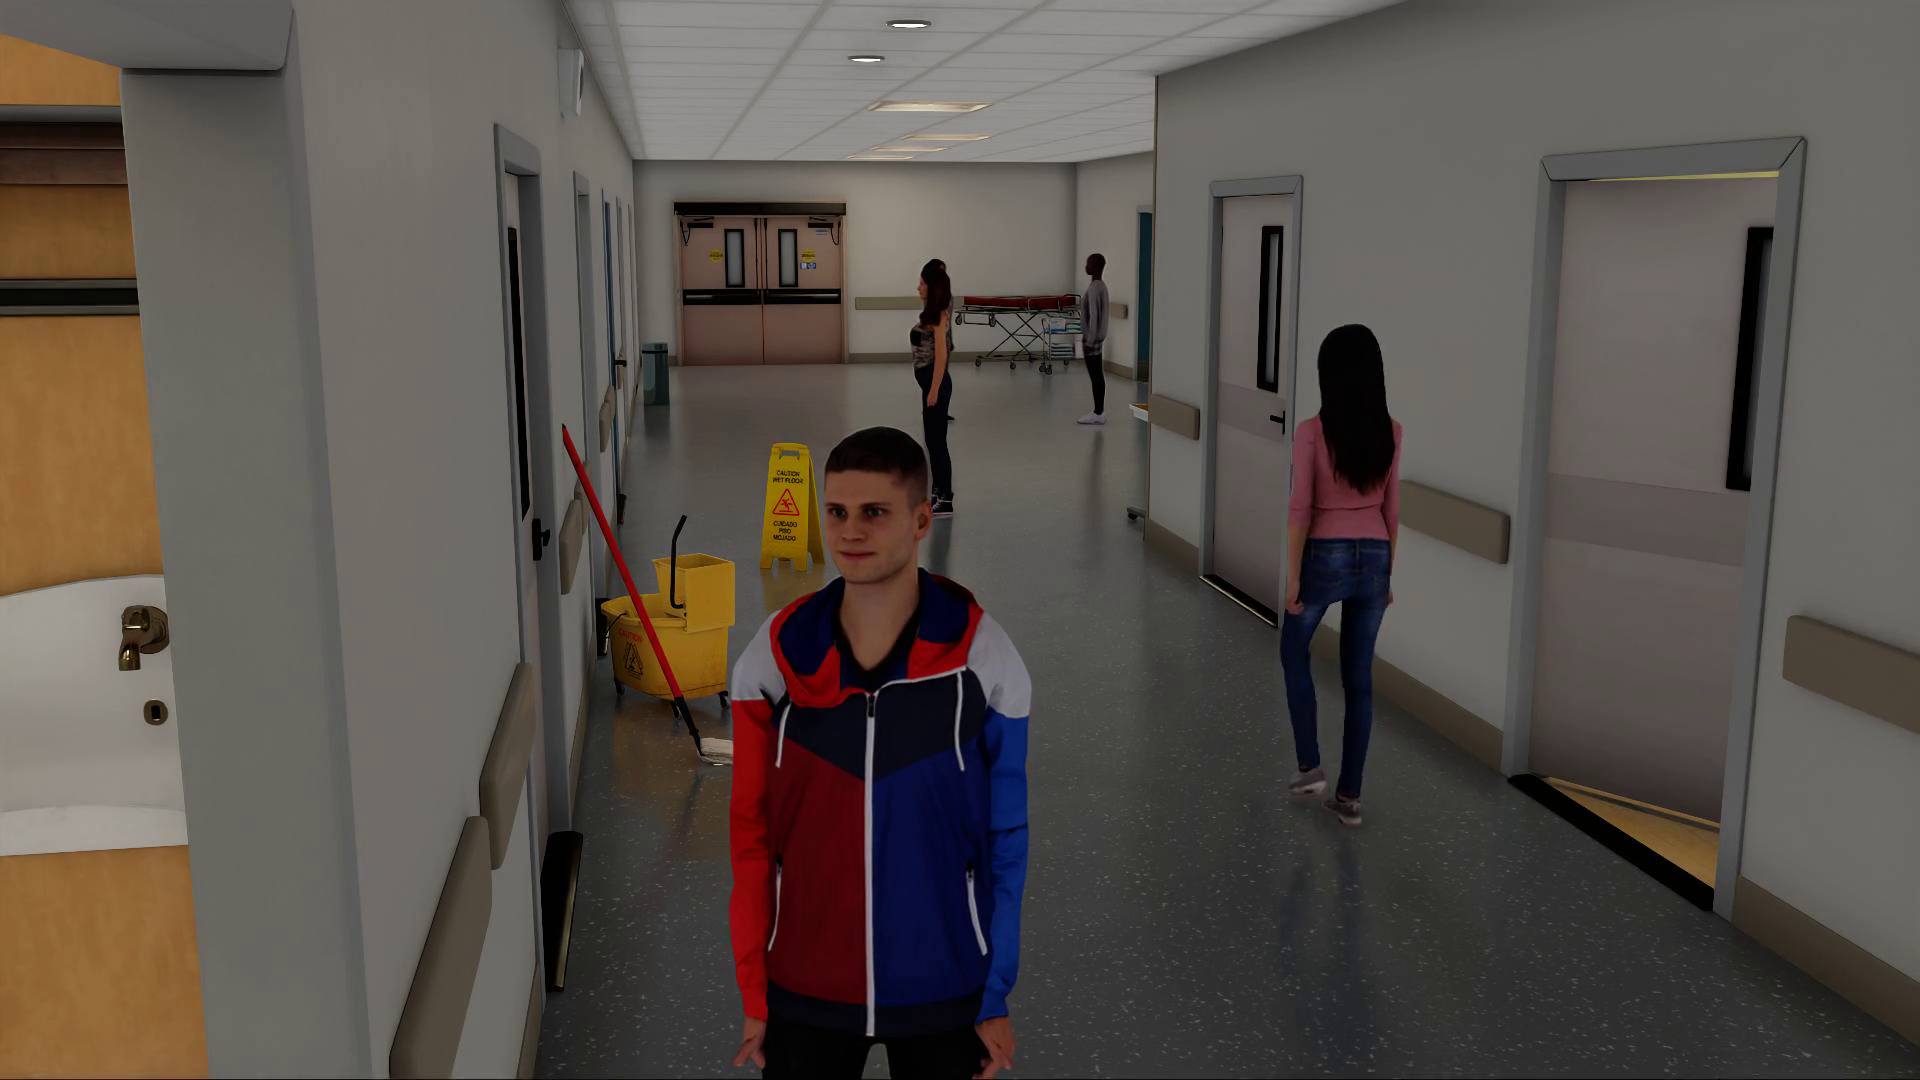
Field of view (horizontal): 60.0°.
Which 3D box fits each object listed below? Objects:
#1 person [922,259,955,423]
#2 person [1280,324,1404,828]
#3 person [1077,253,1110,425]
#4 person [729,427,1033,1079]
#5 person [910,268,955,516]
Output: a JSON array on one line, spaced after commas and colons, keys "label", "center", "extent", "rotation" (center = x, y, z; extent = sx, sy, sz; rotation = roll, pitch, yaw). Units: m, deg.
[{"label": "person", "center": [-0.238, -2.111, 17.603], "extent": [0.732, 1.714, 0.682], "rotation": [9, 14, 38]}, {"label": "person", "center": [1.340, 0.135, 5.719], "extent": [0.609, 1.732, 0.644], "rotation": [-1, 11, -5]}, {"label": "person", "center": [1.422, -2.113, 17.457], "extent": [0.749, 1.771, 0.600], "rotation": [2, 11, 12]}, {"label": "person", "center": [-0.128, 0.690, 2.726], "extent": [0.695, 1.757, 0.633], "rotation": [1, 11, 6]}, {"label": "person", "center": [-0.175, -1.074, 11.984], "extent": [0.659, 1.770, 0.453], "rotation": [-2, 11, -9]}]
